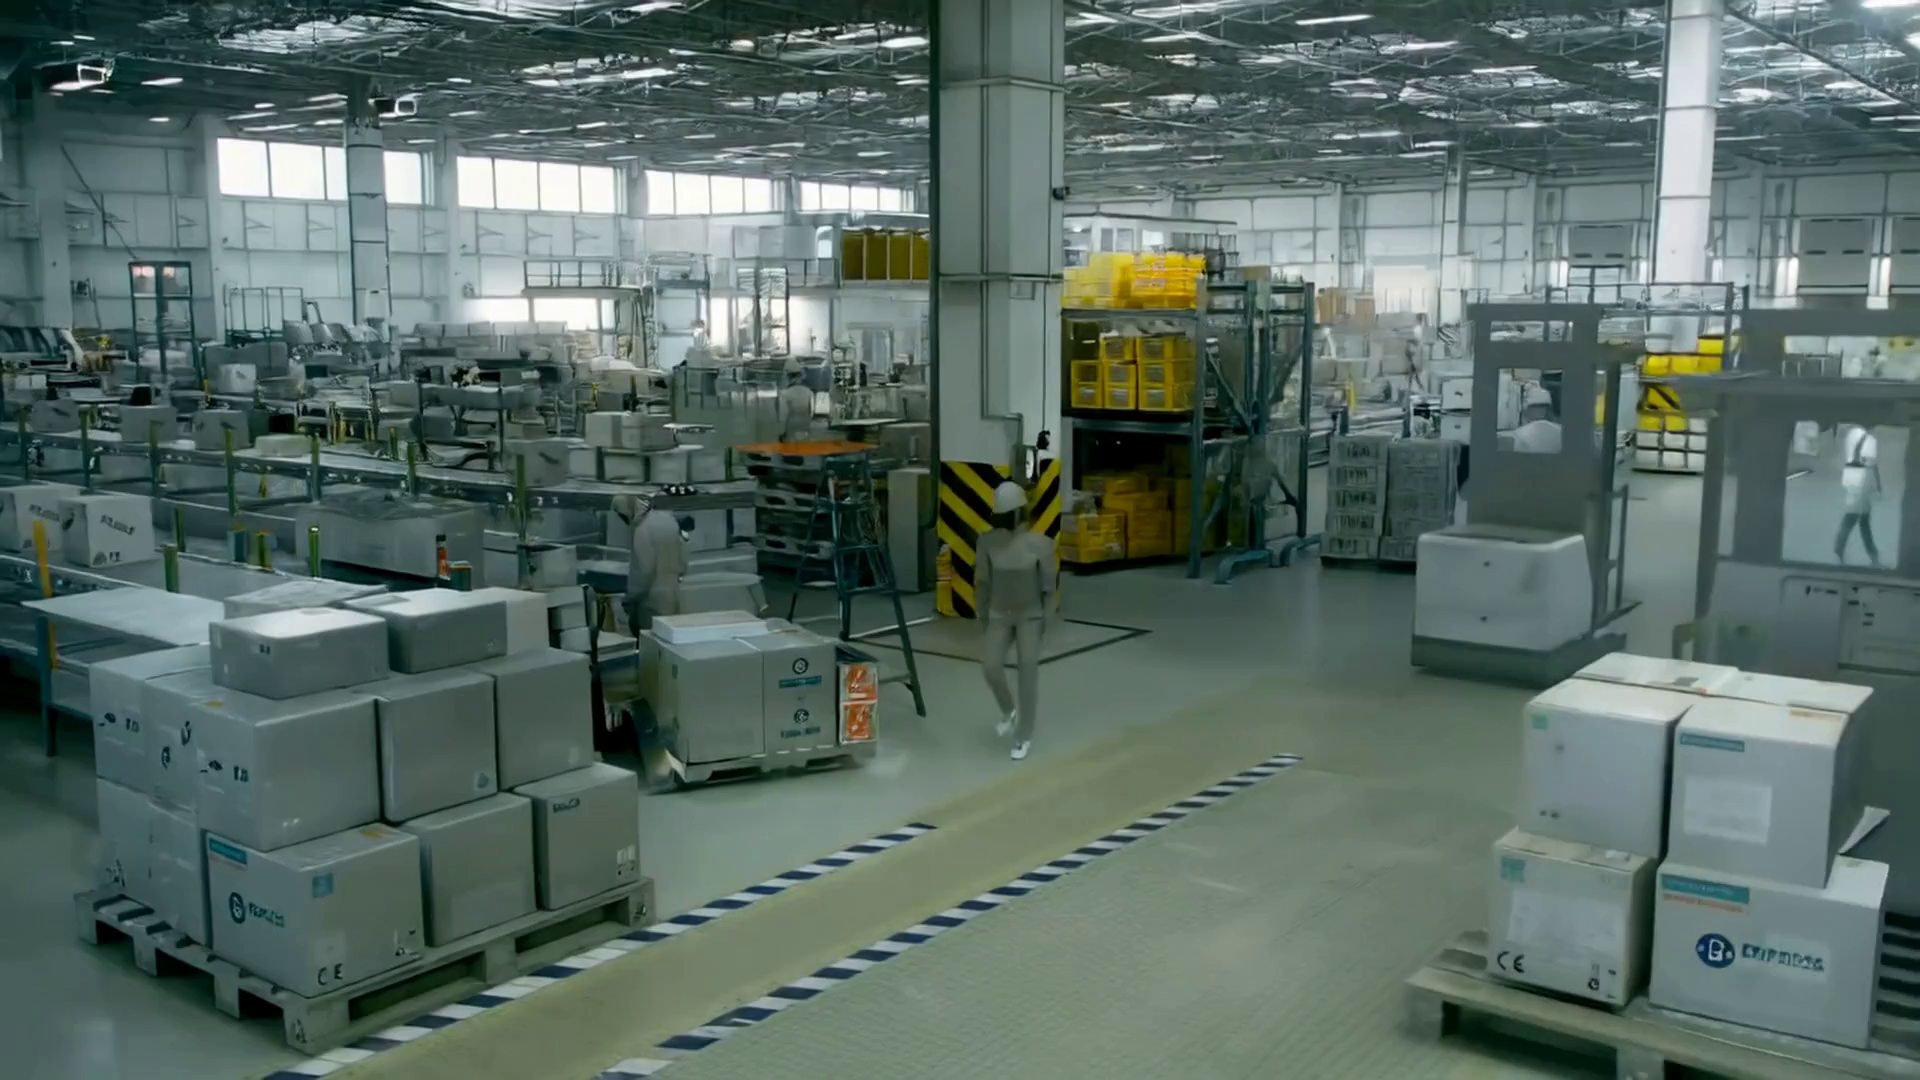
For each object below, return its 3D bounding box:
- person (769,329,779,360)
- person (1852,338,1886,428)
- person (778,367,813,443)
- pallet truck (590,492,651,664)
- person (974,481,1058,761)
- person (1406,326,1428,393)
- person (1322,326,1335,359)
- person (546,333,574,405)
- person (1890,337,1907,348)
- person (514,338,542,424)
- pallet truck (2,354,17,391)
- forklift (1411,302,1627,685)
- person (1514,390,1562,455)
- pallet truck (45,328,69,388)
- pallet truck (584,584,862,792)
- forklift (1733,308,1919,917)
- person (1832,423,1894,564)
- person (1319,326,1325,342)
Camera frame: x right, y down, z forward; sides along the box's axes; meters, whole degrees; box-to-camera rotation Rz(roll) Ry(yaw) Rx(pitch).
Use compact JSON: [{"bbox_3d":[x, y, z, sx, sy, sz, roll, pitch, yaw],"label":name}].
[{"bbox_3d":[-6.943,-7.214,62.005,0.333,1.842,0.515,5,10,28],"label":"person"},{"bbox_3d":[19.409,-3.327,35.489,0.357,1.938,0.542,-5,10,-30],"label":"person"},{"bbox_3d":[-2.420,-1.607,24.267,0.404,1.827,0.586,8,12,44],"label":"person"},{"bbox_3d":[-3.115,0.344,12.883,0.653,1.274,1.630,7,11,37],"label":"pallet truck"},{"bbox_3d":[0.355,0.485,10.402,0.538,1.745,0.470,2,9,15],"label":"person"},{"bbox_3d":[13.307,-5.207,48.157,0.623,1.924,0.904,-8,11,-42],"label":"person"},{"bbox_3d":[11.230,-5.628,51.128,0.599,1.892,0.602,3,9,20],"label":"person"},{"bbox_3d":[-10.334,-4.422,43.044,0.739,1.886,0.444,-3,9,-20],"label":"person"},{"bbox_3d":[30.939,-6.175,54.913,0.328,1.873,0.518,-7,11,-40],"label":"person"},{"bbox_3d":[-8.448,-2.943,32.592,0.429,2.028,0.645,4,9,26],"label":"person"},{"bbox_3d":[-24.881,-4.417,42.634,1.885,1.965,0.823,8,11,41],"label":"pallet truck"},{"bbox_3d":[4.379,-0.438,12.852,1.129,2.768,1.873,7,11,37],"label":"forklift"},{"bbox_3d":[6.040,-0.601,17.242,0.570,1.895,0.853,5,10,32],"label":"person"},{"bbox_3d":[-23.775,-4.544,43.495,1.885,1.965,0.823,6,10,35],"label":"pallet truck"},{"bbox_3d":[-1.426,0.805,10.019,1.601,1.201,0.680,-4,9,-26],"label":"pallet truck"},{"bbox_3d":[4.197,0.286,7.973,1.129,2.768,1.873,6,11,37],"label":"forklift"},{"bbox_3d":[9.729,-0.563,17.738,0.765,1.664,0.555,2,9,10],"label":"person"},{"bbox_3d":[13.437,-7.021,61.165,0.848,1.702,0.503,-2,9,-10],"label":"person"}]
